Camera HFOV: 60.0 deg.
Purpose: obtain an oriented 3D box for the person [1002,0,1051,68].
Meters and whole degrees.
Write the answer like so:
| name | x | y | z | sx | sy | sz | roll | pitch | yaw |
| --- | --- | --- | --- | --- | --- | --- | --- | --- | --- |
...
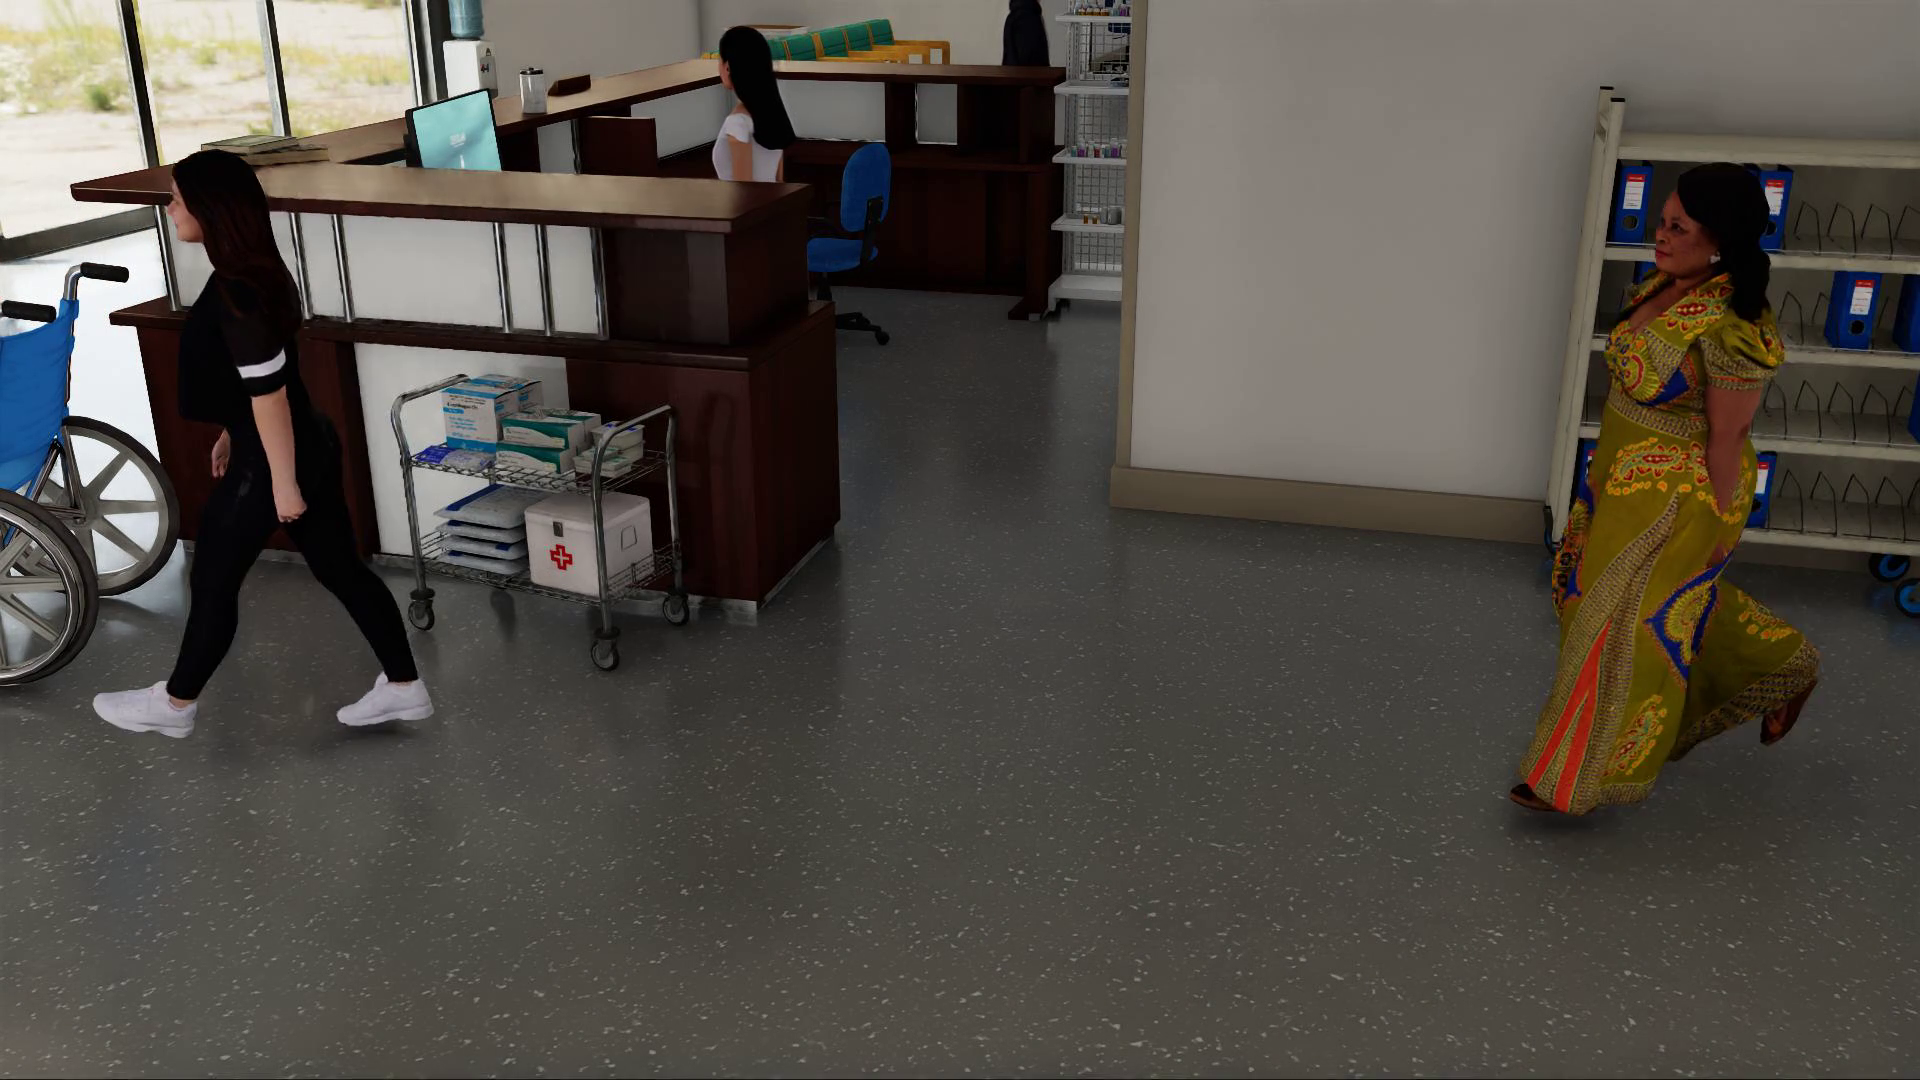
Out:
| name | x | y | z | sx | sy | sz | roll | pitch | yaw |
| --- | --- | --- | --- | --- | --- | --- | --- | --- | --- |
| person | 0.421 | -2.947 | 11.266 | 0.702 | 1.892 | 0.745 | -2 | 21 | -6 |

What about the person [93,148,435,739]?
| name | x | y | z | sx | sy | sz | roll | pitch | yaw |
| --- | --- | --- | --- | --- | --- | --- | --- | --- | --- |
| person | -1.727 | -0.196 | 4.421 | 1.175 | 1.597 | 0.934 | -4 | 21 | -11 |

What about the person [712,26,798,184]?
| name | x | y | z | sx | sy | sz | roll | pitch | yaw |
| --- | --- | --- | --- | --- | --- | --- | --- | --- | --- |
| person | -0.794 | -1.103 | 6.565 | 0.646 | 1.774 | 0.659 | 7 | 22 | 18 |

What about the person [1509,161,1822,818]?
| name | x | y | z | sx | sy | sz | roll | pitch | yaw |
| --- | --- | --- | --- | --- | --- | --- | --- | --- | --- |
| person | 1.812 | -0.091 | 4.092 | 1.162 | 1.632 | 0.921 | -1 | 21 | -2 |
